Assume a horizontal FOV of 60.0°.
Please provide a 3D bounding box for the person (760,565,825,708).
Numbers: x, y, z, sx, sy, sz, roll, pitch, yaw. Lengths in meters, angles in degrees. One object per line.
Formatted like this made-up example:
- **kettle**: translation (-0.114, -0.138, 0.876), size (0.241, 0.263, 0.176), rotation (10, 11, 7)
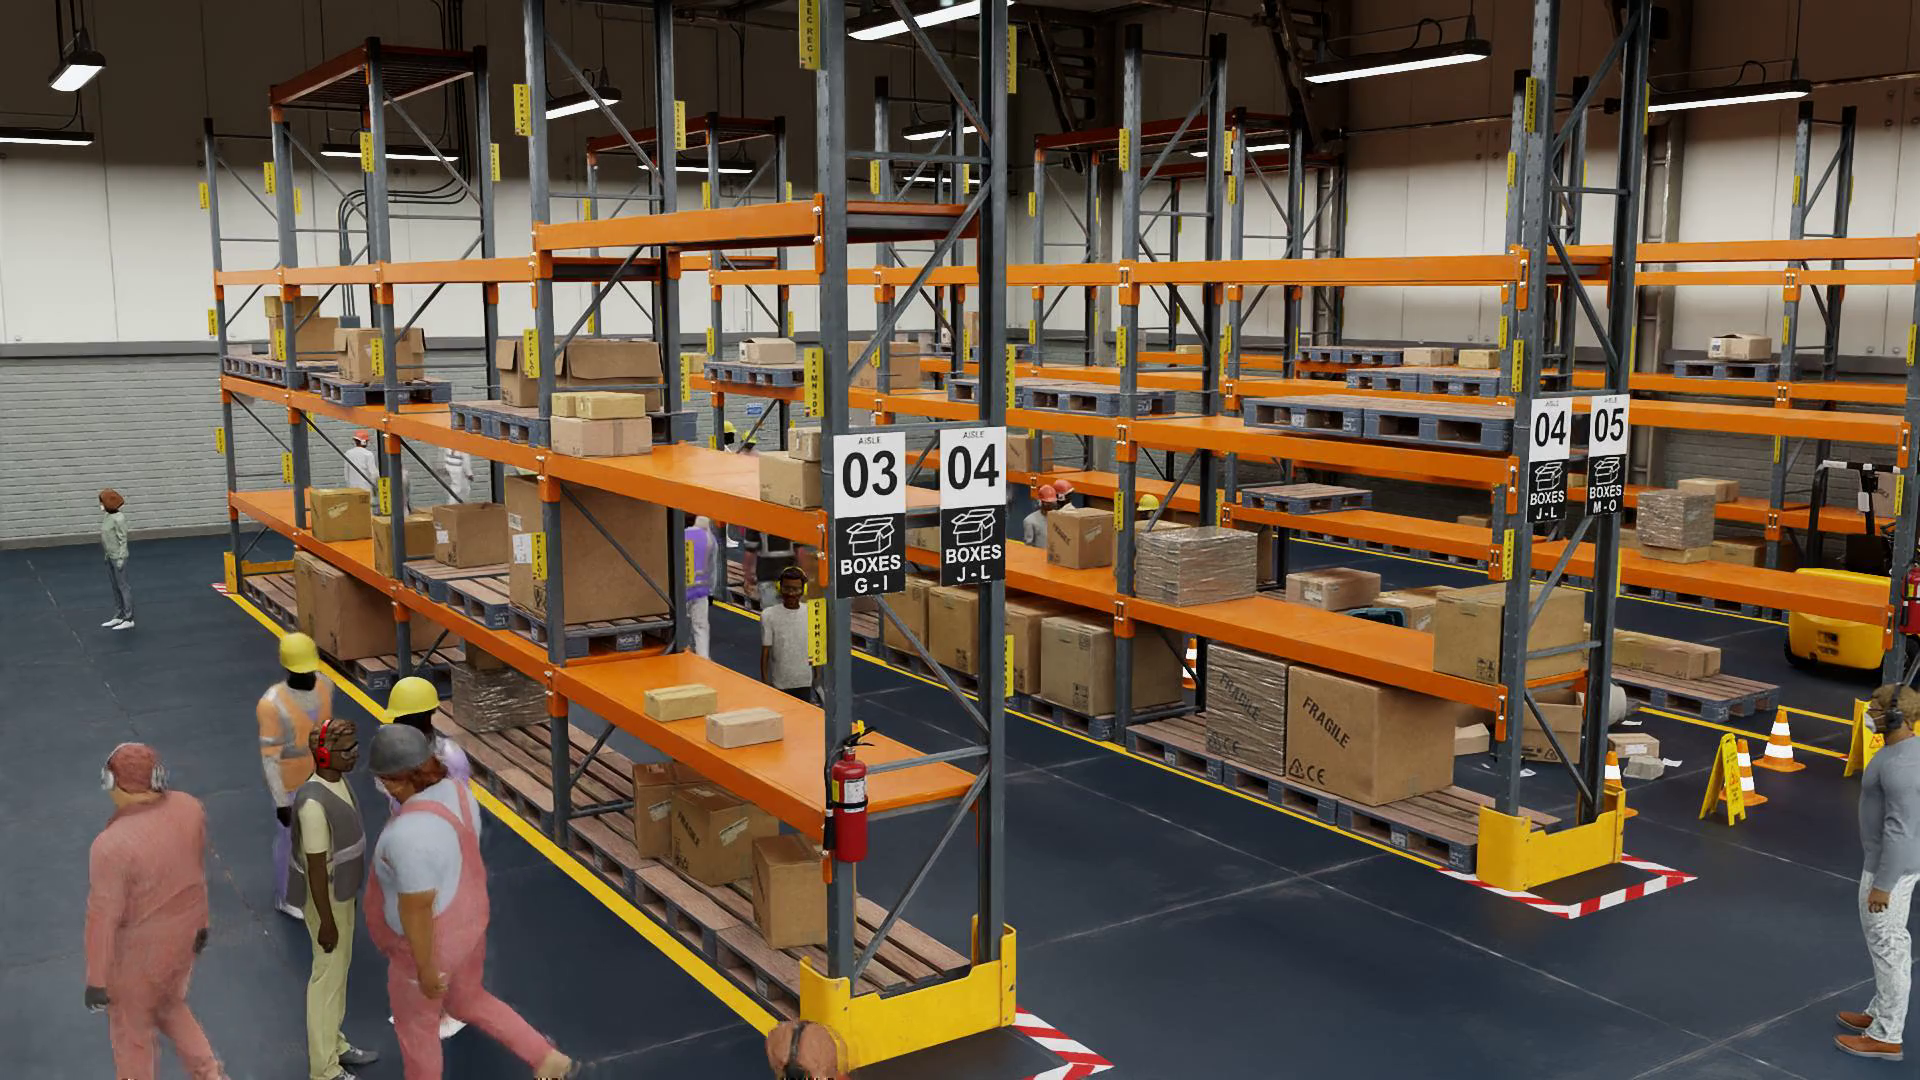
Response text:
- **person**: translation (-1.257, 1.111, 12.548), size (0.514, 1.866, 0.332), rotation (-5, 10, -29)

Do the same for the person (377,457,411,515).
- **person**: translation (-7.982, -0.435, 23.650), size (0.763, 1.607, 0.546), rotation (8, 12, 43)

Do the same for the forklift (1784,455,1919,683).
- **forklift**: translation (9.643, 0.253, 17.172), size (2.313, 2.155, 1.214), rotation (-6, 10, -33)

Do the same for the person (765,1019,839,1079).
- **person**: translation (-0.559, 2.321, 5.358), size (0.833, 1.597, 0.534), rotation (2, 9, 14)

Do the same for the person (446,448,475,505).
- **person**: translation (-8.347, -1.171, 27.827), size (0.614, 1.845, 0.669), rotation (-4, 10, -27)

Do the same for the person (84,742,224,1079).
- **person**: translation (-3.668, 1.849, 7.556), size (0.524, 1.887, 0.698), rotation (2, 9, 11)

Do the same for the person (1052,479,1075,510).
- **person**: translation (1.192, 0.169, 19.214), size (0.346, 1.742, 0.570), rotation (0, 9, 2)

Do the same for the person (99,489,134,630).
- **person**: translation (-9.780, 0.219, 19.253), size (0.497, 1.633, 0.288), rotation (8, 12, 44)

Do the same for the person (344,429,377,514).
- **person**: translation (-9.355, -0.862, 26.061), size (0.570, 1.747, 0.341), rotation (3, 9, 22)

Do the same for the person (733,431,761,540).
- **person**: translation (-3.305, -0.844, 26.014), size (0.517, 1.726, 0.791), rotation (-4, 9, -26)

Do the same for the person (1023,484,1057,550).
- **person**: translation (0.986, 0.241, 18.723), size (0.568, 1.750, 0.334), rotation (-4, 9, -23)

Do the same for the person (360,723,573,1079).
- **person**: translation (-2.301, 1.768, 7.593), size (0.821, 2.000, 0.700), rotation (1, 9, 9)

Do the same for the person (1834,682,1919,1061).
- **person**: translation (4.746, 1.680, 8.515), size (0.356, 1.938, 0.638), rotation (5, 10, 31)

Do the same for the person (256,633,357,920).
- **person**: translation (-4.034, 1.464, 10.175), size (0.697, 1.865, 0.617), rotation (5, 10, 29)

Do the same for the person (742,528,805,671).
- **person**: translation (-1.963, 0.343, 17.140), size (0.637, 2.018, 0.824), rotation (-4, 10, -26)

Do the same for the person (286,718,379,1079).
- **person**: translation (-3.103, 1.777, 8.177), size (0.373, 1.843, 0.569), rotation (-2, 9, -11)

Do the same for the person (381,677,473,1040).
- **person**: translation (-2.800, 1.655, 8.722), size (0.594, 1.924, 0.382), rotation (6, 11, 36)
